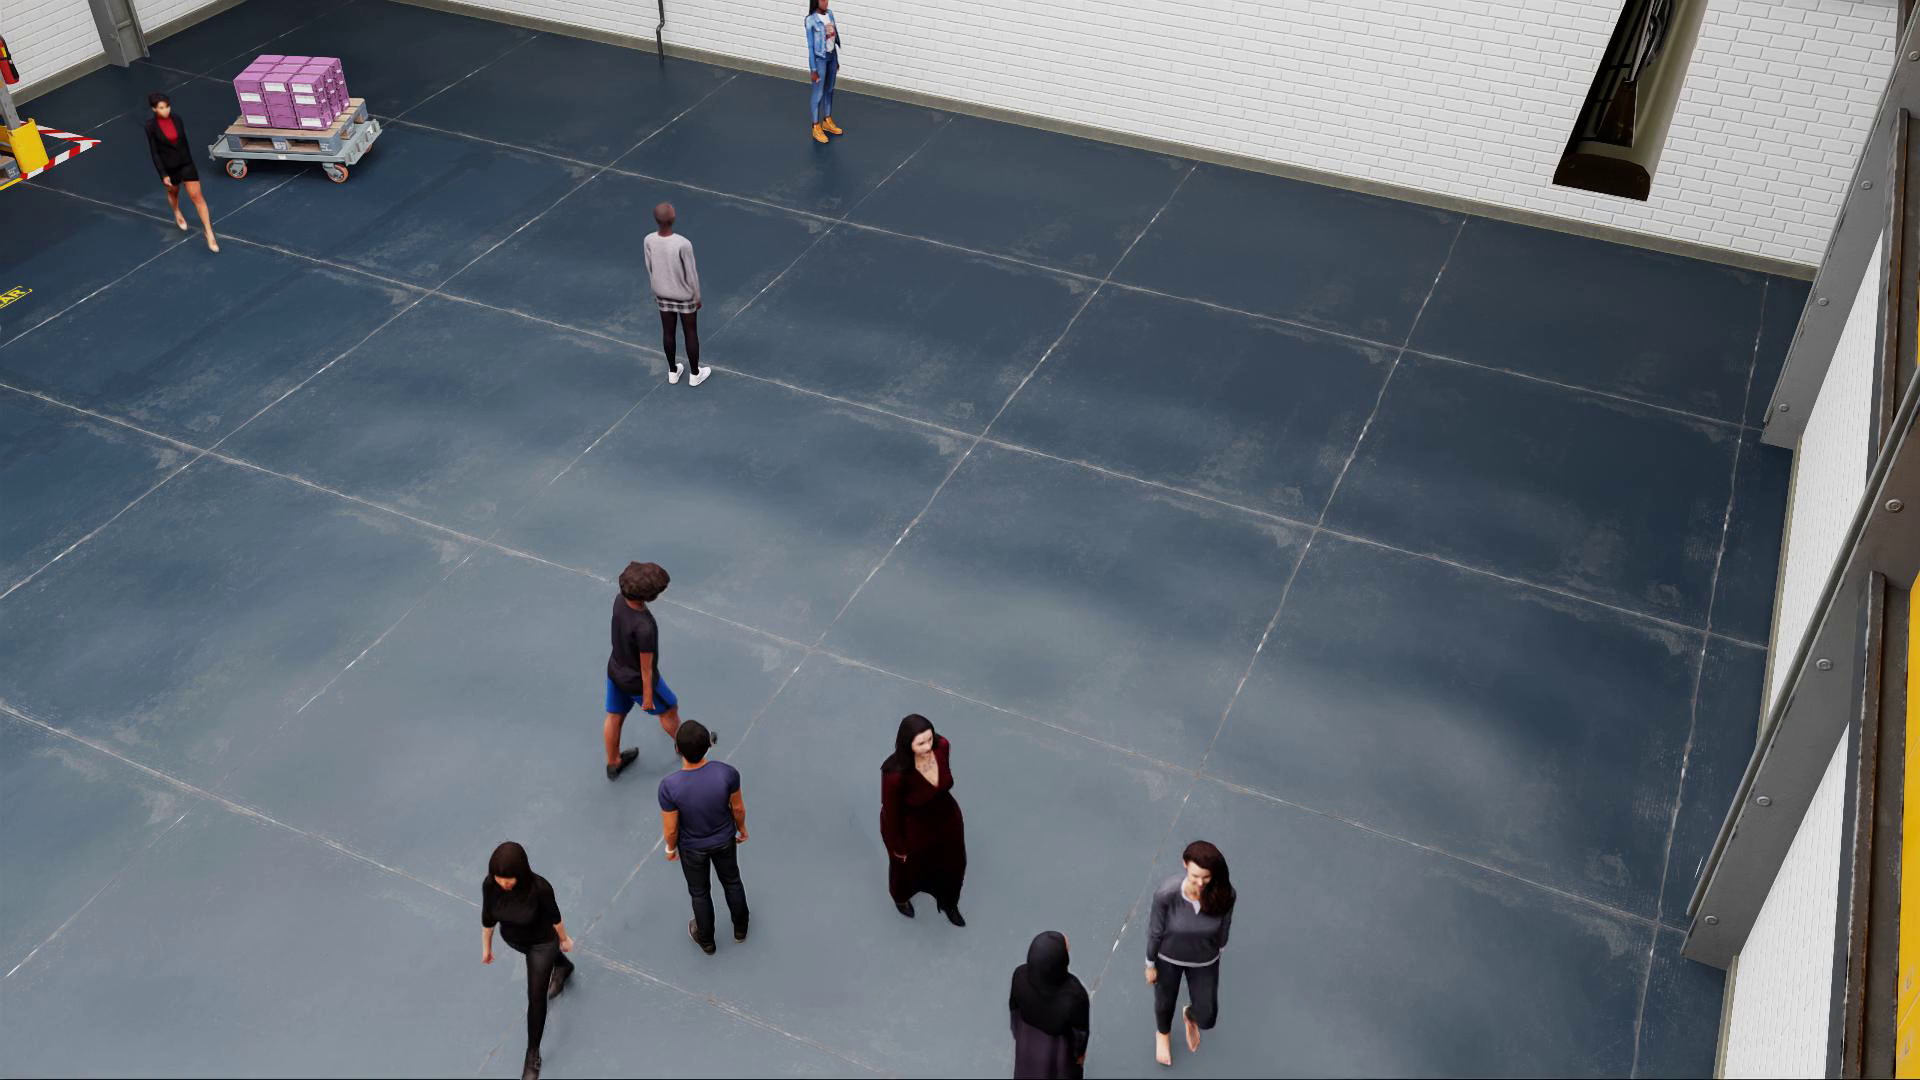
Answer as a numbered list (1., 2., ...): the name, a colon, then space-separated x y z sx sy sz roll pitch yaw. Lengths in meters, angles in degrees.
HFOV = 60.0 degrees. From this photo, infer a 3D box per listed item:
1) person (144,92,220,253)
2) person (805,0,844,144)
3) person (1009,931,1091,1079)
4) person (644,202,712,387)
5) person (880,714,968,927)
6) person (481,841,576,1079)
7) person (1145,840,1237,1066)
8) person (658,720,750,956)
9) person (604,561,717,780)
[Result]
1. person: -7.921 -3.724 16.746 1.052 1.593 0.935 -26 46 -29
2. person: -1.544 -5.362 18.701 0.703 1.713 0.512 23 44 27
3. person: 0.462 2.629 8.773 0.612 1.615 0.591 18 42 21
4. person: -2.512 -2.164 14.649 0.647 1.772 0.586 10 40 12
5. person: -0.310 1.627 9.927 0.865 1.741 0.902 -29 47 -31
6. person: -2.386 2.180 9.357 0.800 1.588 1.157 8 39 10
7. person: 1.228 2.218 9.174 0.730 1.757 0.767 1 39 1
8. person: -1.485 1.749 9.733 0.688 1.791 0.773 -16 41 -19
9. person: -2.182 0.907 10.825 0.996 1.745 1.127 31 48 33
